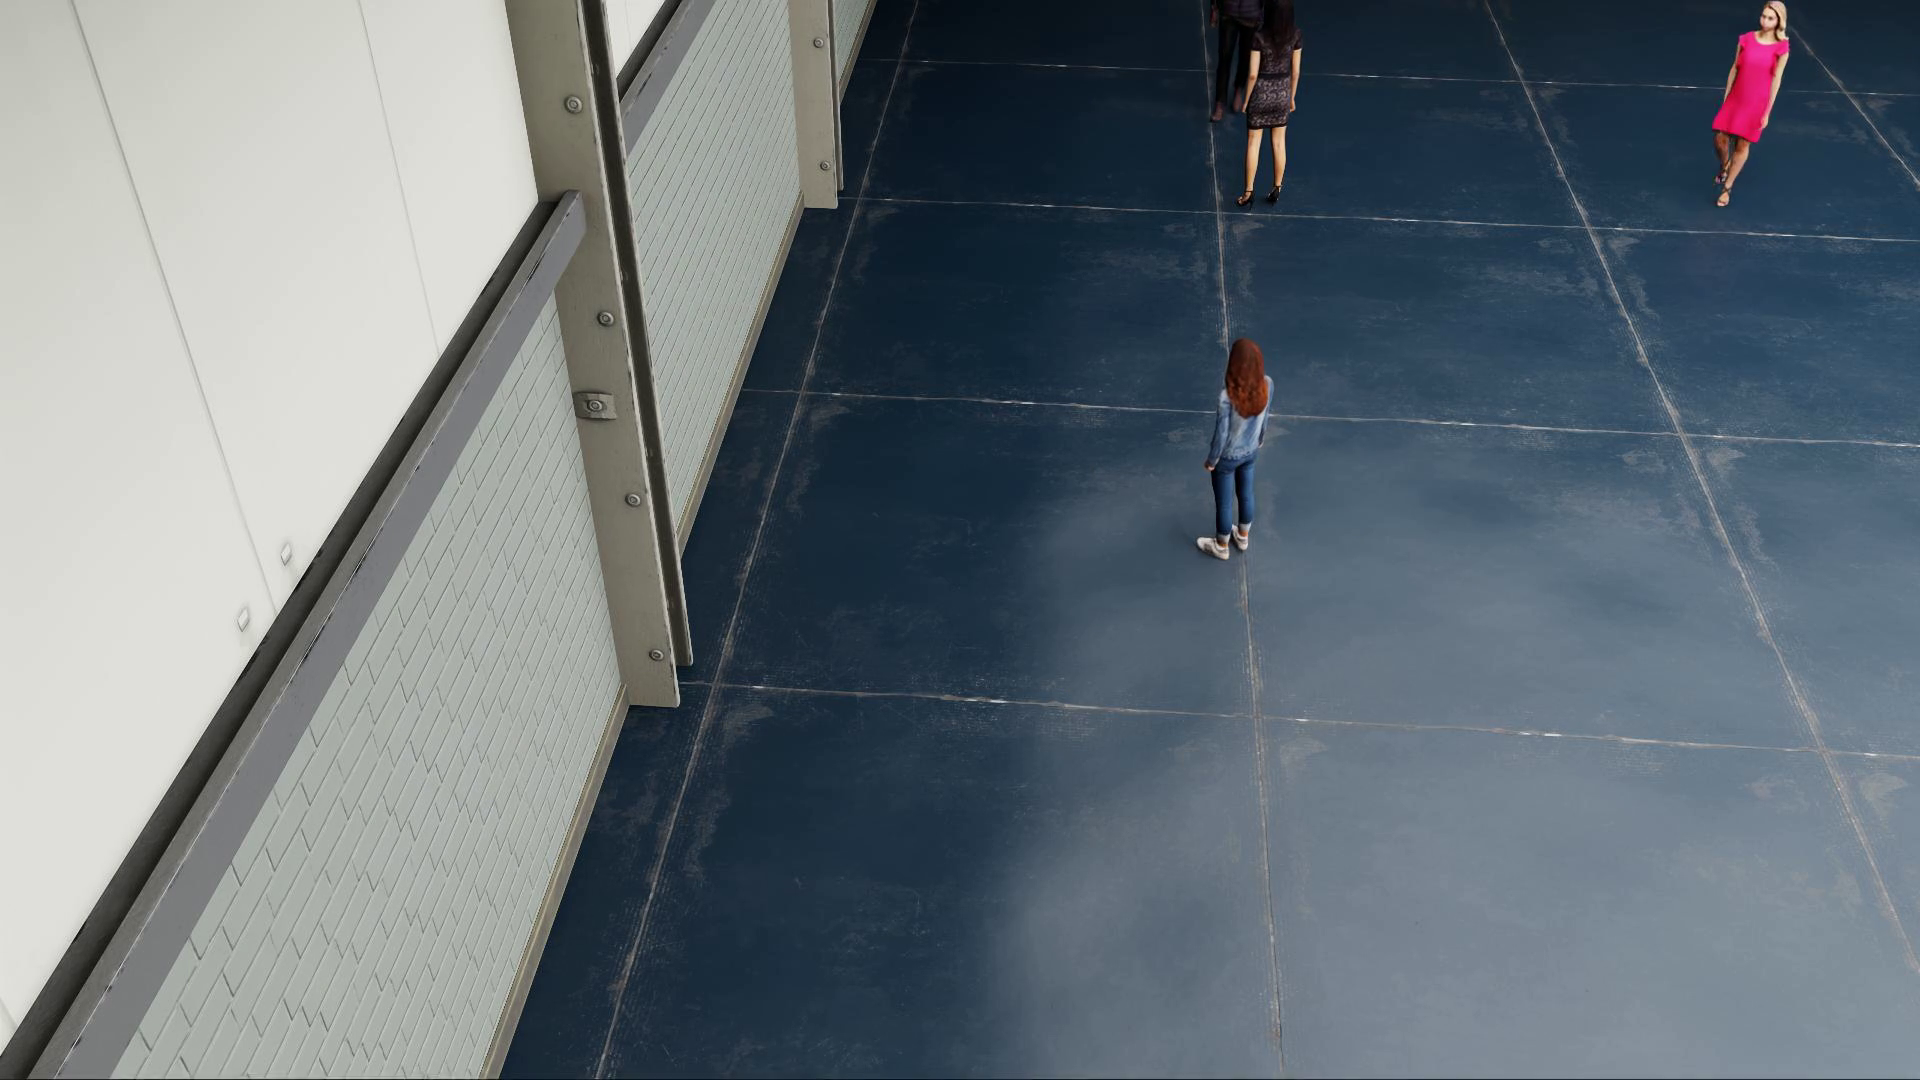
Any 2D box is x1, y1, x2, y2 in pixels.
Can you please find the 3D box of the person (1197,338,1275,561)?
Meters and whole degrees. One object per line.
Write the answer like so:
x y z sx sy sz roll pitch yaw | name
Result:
1.631 -0.535 9.800 0.642 1.476 0.679 -22 43 -26 | person

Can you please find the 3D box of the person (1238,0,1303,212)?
2.477 -3.518 13.357 0.654 1.791 0.591 -7 39 -9 | person

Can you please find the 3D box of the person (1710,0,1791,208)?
6.418 -3.550 13.457 0.765 1.719 0.841 27 45 30 | person

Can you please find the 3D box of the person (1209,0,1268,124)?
2.519 -4.684 14.838 0.825 1.803 1.066 9 39 11 | person
